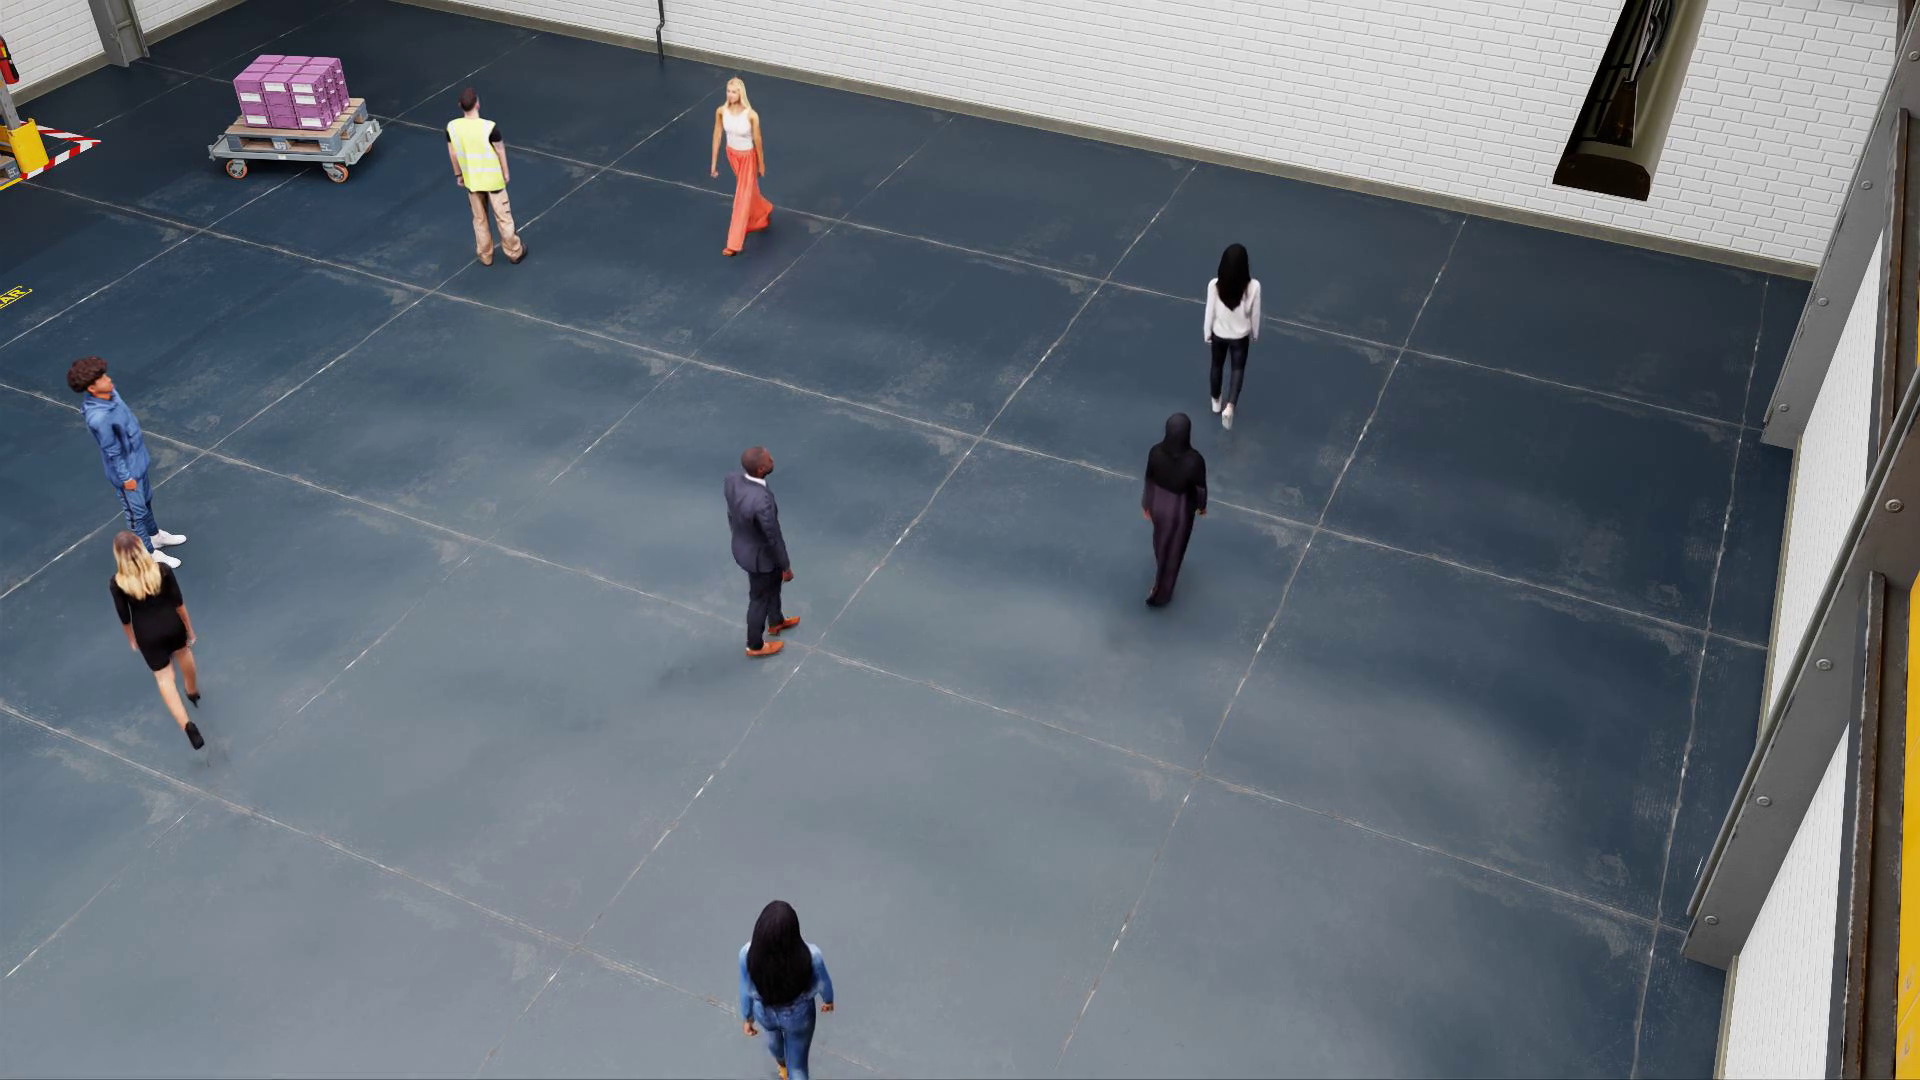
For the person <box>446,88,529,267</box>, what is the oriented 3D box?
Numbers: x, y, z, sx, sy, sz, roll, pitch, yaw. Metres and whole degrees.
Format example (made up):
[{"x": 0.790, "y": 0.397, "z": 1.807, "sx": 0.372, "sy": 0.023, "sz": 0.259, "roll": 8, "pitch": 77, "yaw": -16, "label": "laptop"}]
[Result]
[{"x": -4.671, "y": -3.555, "z": 16.331, "sx": 0.820, "sy": 1.846, "sz": 0.858, "roll": 1, "pitch": 39, "yaw": 1, "label": "person"}]

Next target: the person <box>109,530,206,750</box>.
[{"x": -5.343, "y": 0.687, "z": 11.178, "sx": 1.048, "sy": 1.647, "sz": 0.978, "roll": -22, "pitch": 44, "yaw": -26, "label": "person"}]

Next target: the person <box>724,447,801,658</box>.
[{"x": -1.495, "y": 0.127, "z": 11.753, "sx": 0.945, "sy": 1.806, "sz": 0.899, "roll": -22, "pitch": 43, "yaw": -25, "label": "person"}]

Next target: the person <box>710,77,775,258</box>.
[{"x": -2.146, "y": -3.804, "z": 16.732, "sx": 0.653, "sy": 1.736, "sz": 1.289, "roll": 15, "pitch": 41, "yaw": 18, "label": "person"}]

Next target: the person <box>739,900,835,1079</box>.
[{"x": -0.933, "y": 2.589, "z": 8.764, "sx": 0.837, "sy": 1.689, "sz": 1.012, "roll": 2, "pitch": 39, "yaw": 3, "label": "person"}]

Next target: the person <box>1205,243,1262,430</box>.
[{"x": 2.300, "y": -1.708, "z": 14.147, "sx": 0.748, "sy": 1.685, "sz": 0.971, "roll": 7, "pitch": 39, "yaw": 9, "label": "person"}]

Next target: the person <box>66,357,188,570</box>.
[{"x": -6.354, "y": -0.599, "z": 12.656, "sx": 0.829, "sy": 1.814, "sz": 0.737, "roll": -8, "pitch": 39, "yaw": -9, "label": "person"}]

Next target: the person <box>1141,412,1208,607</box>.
[{"x": 1.546, "y": -0.213, "z": 12.335, "sx": 0.677, "sy": 1.611, "sz": 0.994, "roll": 22, "pitch": 44, "yaw": 26, "label": "person"}]
